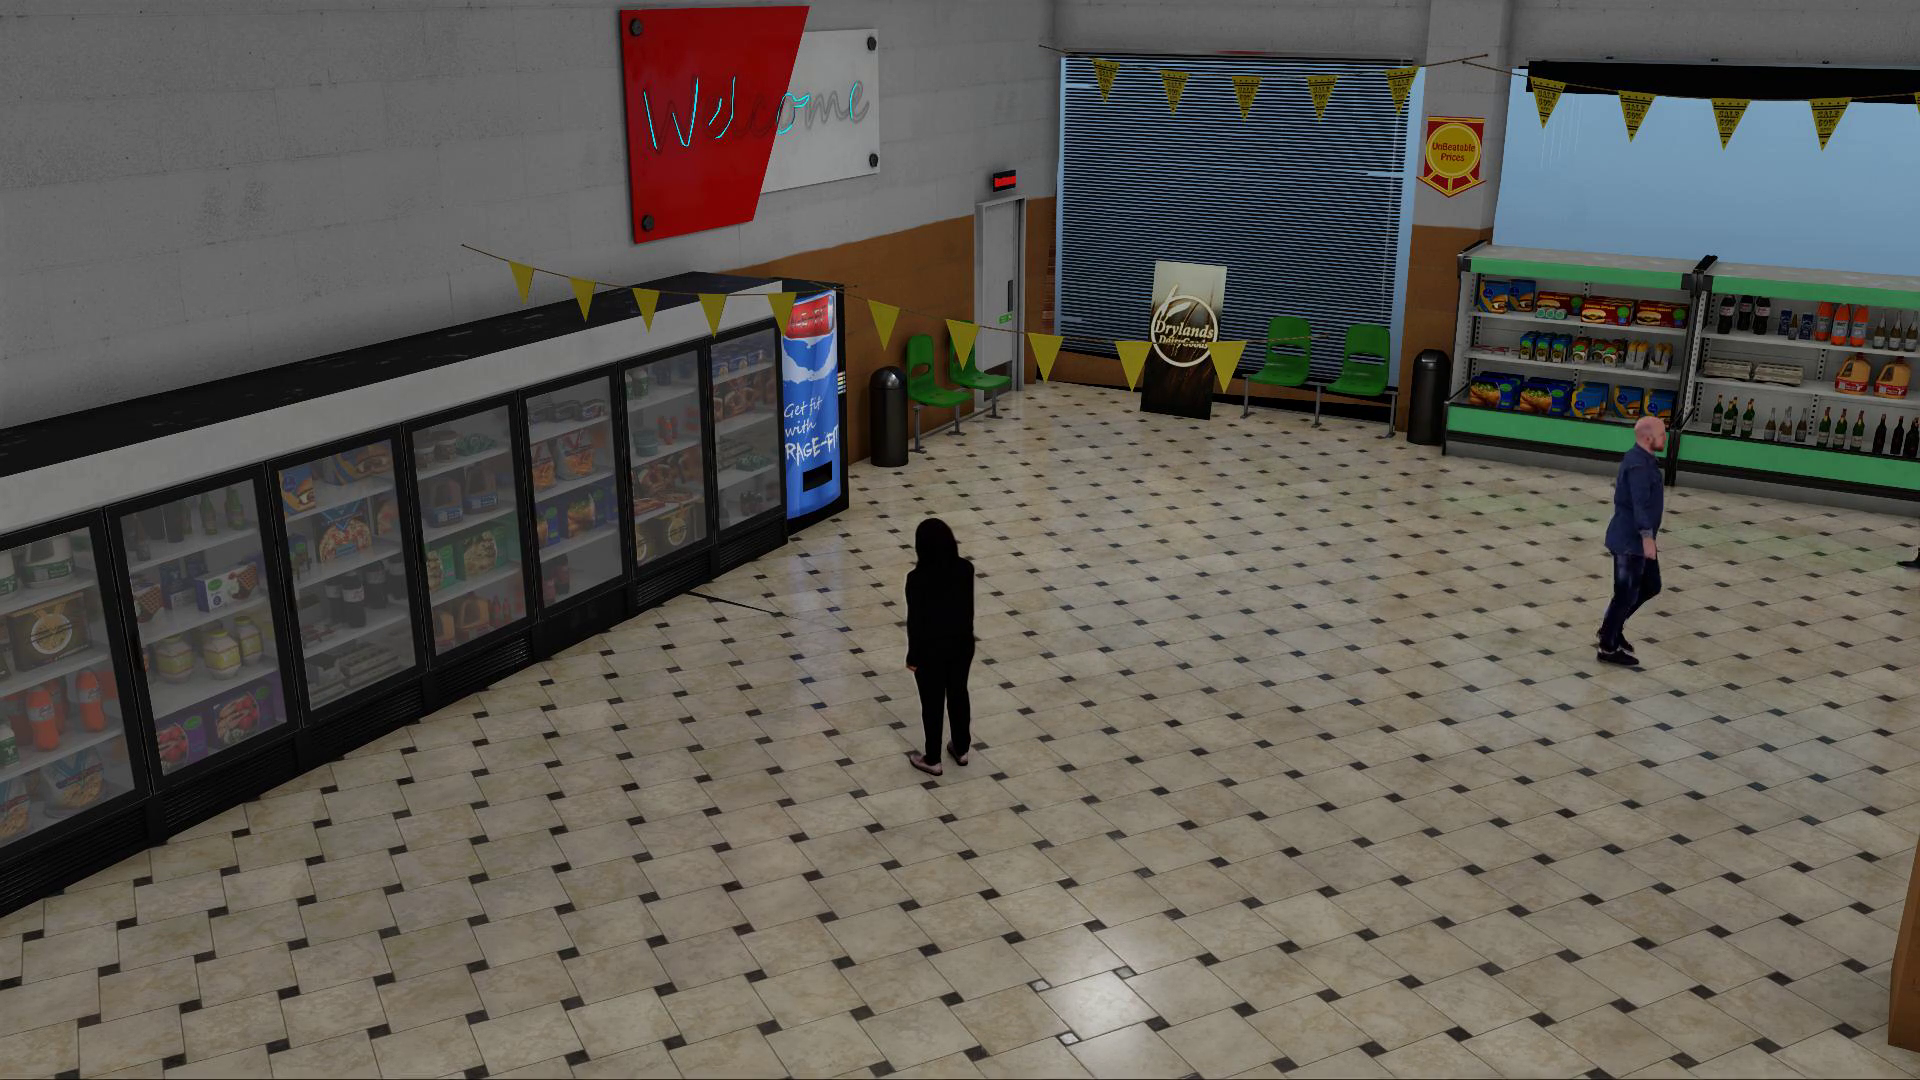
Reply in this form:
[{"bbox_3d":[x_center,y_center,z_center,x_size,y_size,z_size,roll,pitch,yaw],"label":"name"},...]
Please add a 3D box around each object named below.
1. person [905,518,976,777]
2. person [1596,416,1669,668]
[{"bbox_3d":[-0.110,0.645,10.139,0.737,1.614,0.752,-13,23,-34],"label":"person"},{"bbox_3d":[4.656,0.021,11.684,0.670,1.809,0.744,8,20,21],"label":"person"}]
